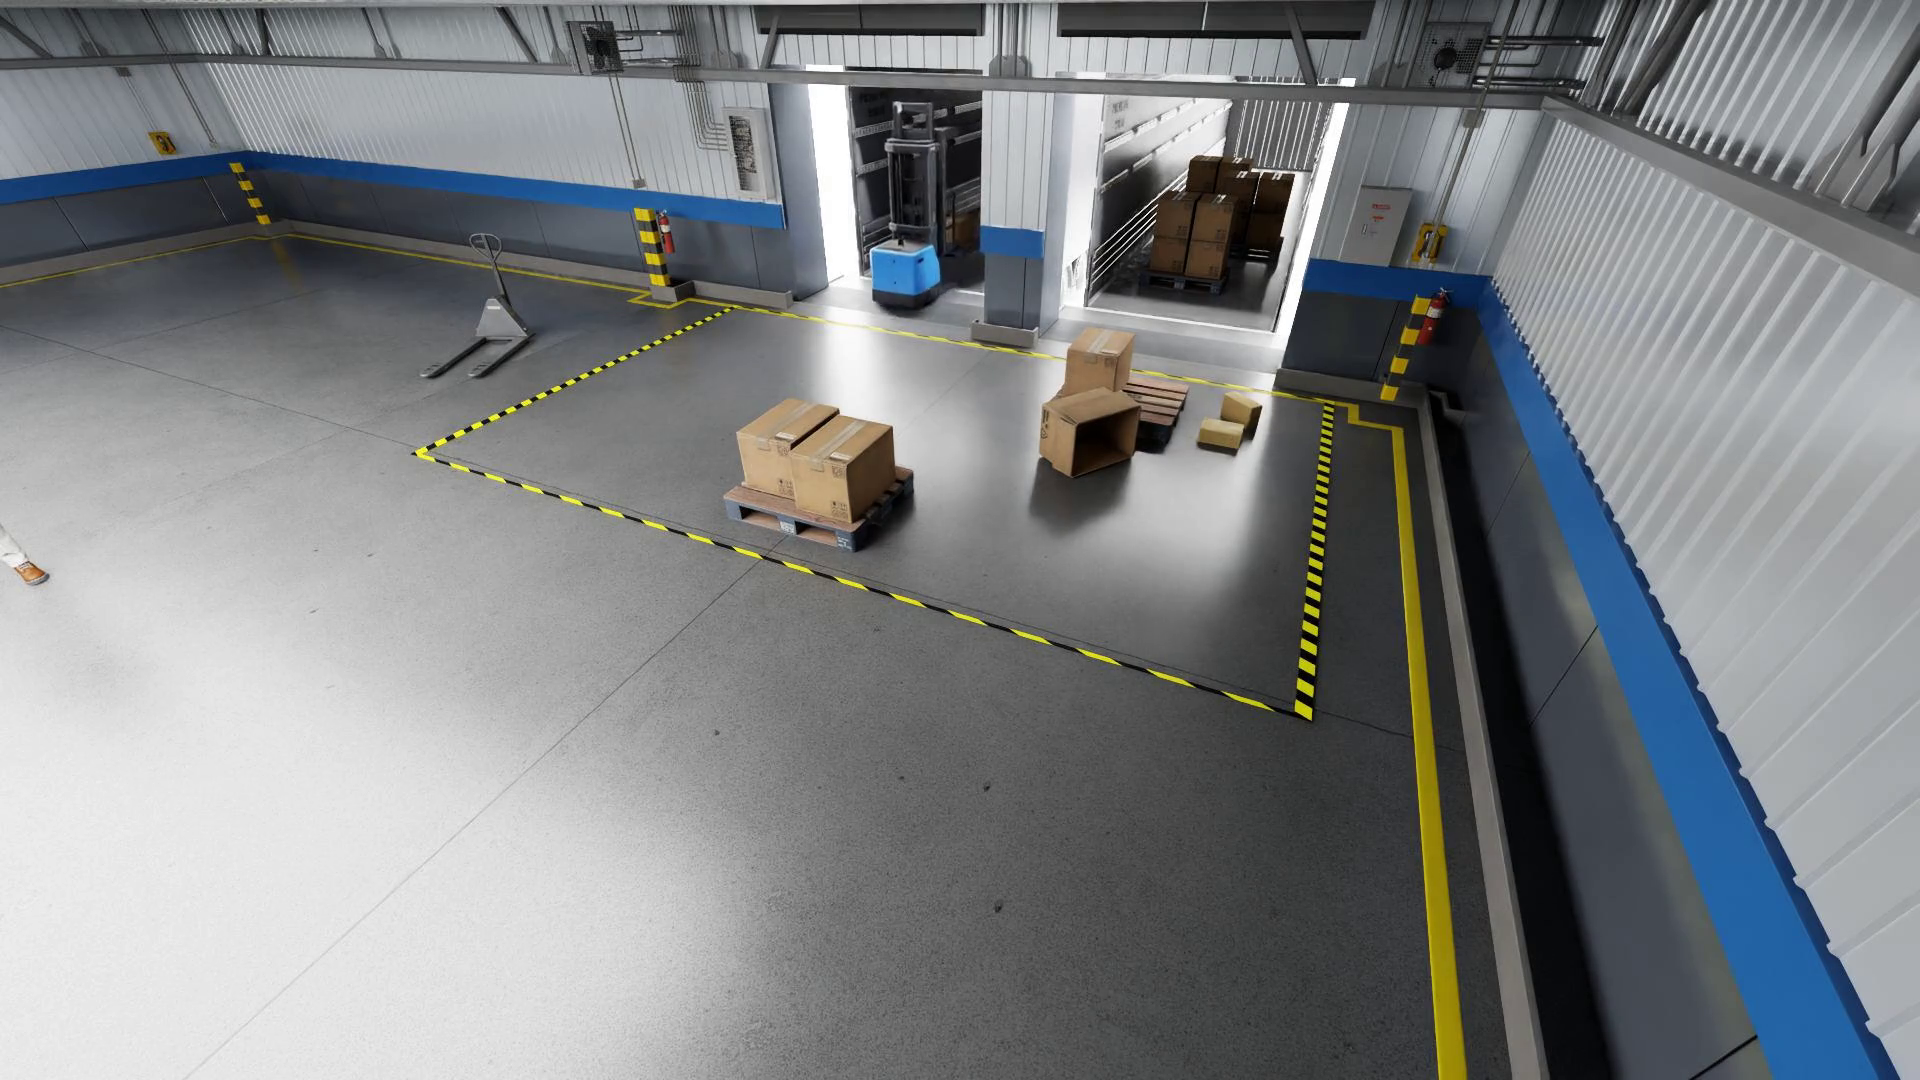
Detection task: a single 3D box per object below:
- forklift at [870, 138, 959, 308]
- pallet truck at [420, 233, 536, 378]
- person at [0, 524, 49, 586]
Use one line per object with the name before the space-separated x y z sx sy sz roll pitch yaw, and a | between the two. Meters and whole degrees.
forklift | -0.731 -4.261 9.909 0.716 2.013 0.776 15 38 20
pallet truck | -5.664 -2.712 8.427 0.680 1.201 1.601 0 35 -1
person | -6.771 -0.452 4.645 0.388 1.947 0.605 23 41 28
